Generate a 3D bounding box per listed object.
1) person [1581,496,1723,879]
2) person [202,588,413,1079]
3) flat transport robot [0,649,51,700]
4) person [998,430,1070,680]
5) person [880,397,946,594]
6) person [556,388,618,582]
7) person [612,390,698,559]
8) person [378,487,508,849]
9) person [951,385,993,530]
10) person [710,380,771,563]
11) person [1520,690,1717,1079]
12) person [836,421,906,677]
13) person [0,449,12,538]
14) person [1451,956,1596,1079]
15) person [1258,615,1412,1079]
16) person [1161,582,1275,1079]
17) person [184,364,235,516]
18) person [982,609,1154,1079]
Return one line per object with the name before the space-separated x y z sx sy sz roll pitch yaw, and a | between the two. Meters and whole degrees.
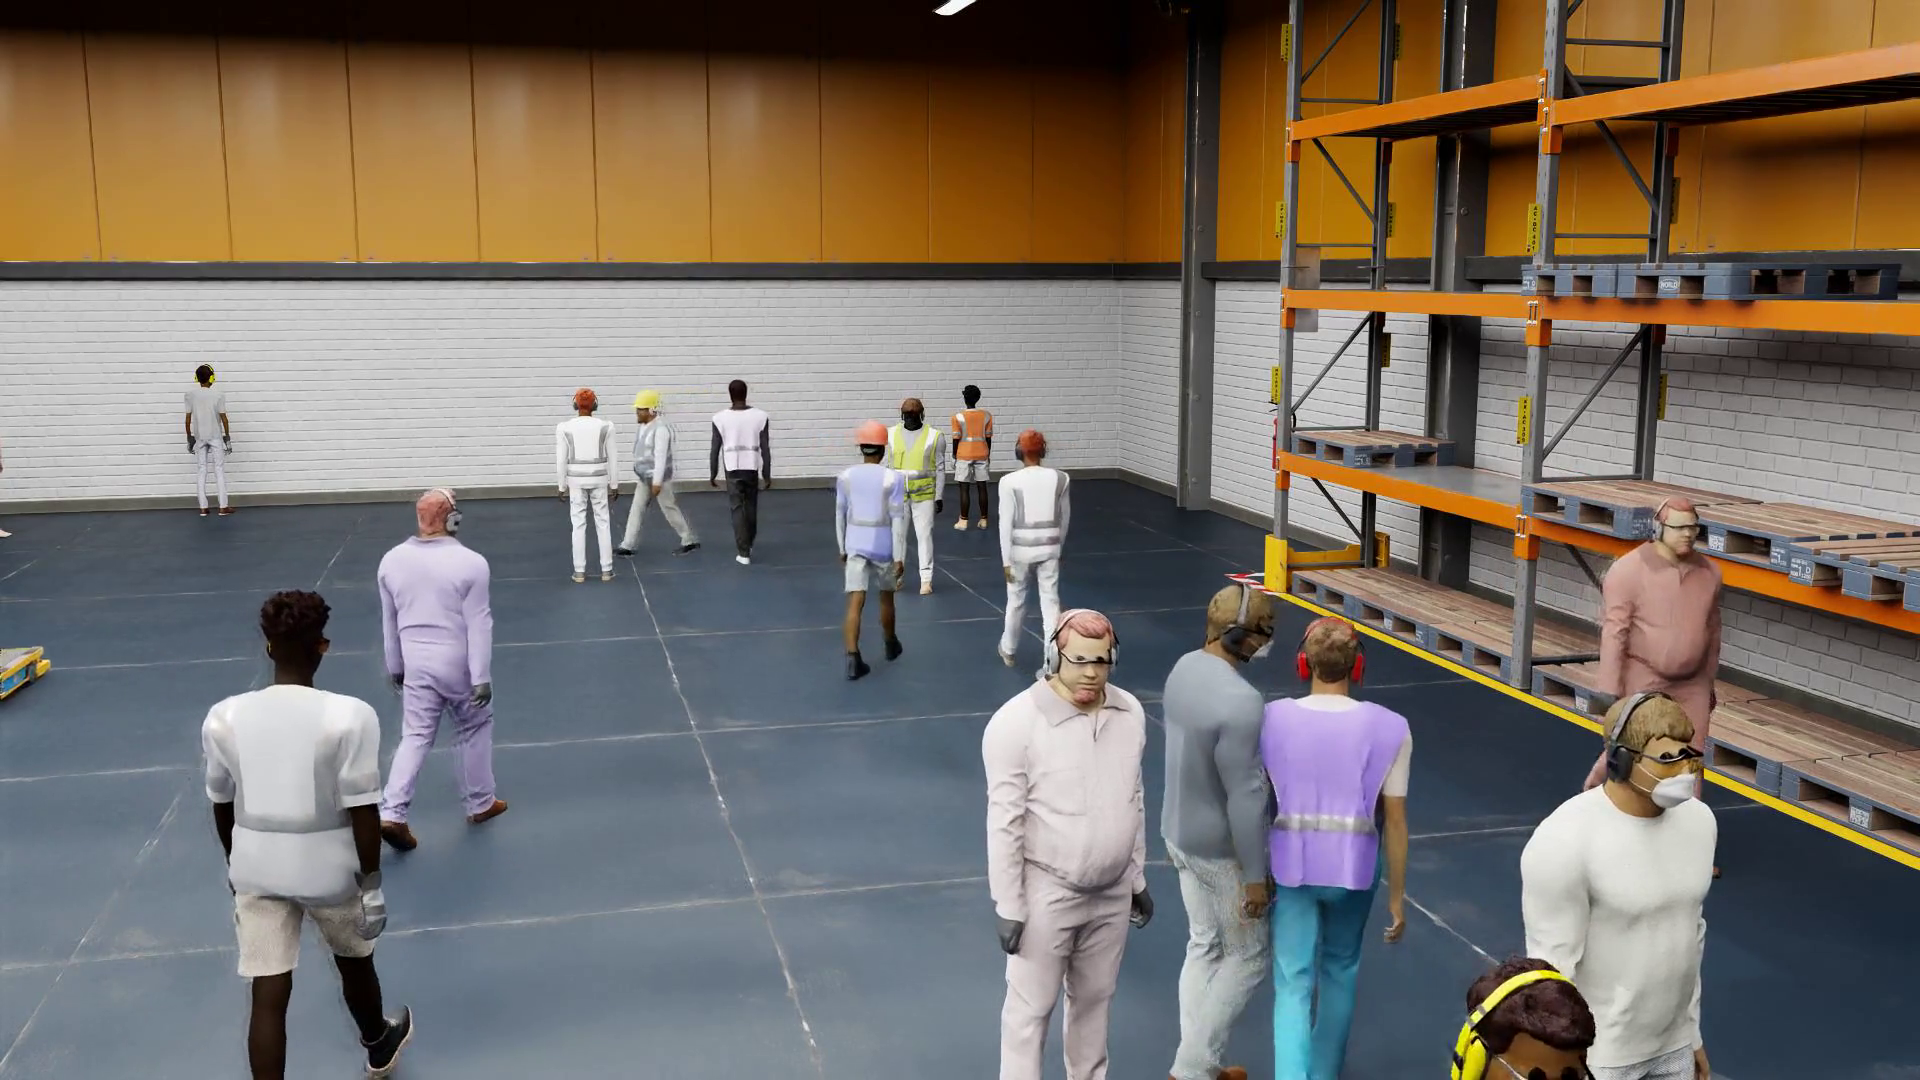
person | 3.564 0.696 8.495 0.660 1.879 0.879 -1 9 -8
person | -2.249 1.105 5.785 0.634 1.915 0.973 0 9 1
flat transport robot | -6.978 0.983 11.691 0.652 0.197 1.431 -2 9 -12
person | 0.544 0.101 12.341 0.587 1.834 0.965 -2 9 -14
person | -0.448 -0.410 15.511 0.621 1.841 0.429 2 9 10
person | -3.606 -0.532 16.131 0.583 1.882 0.337 -2 9 -14
person | -3.196 -0.685 17.423 0.937 1.788 0.600 -6 11 -32
person | -2.753 0.660 8.735 0.652 1.875 0.927 2 9 14
person | 0.135 -0.955 19.355 0.535 1.697 0.318 -4 10 -24
person | -2.321 -0.730 17.401 0.607 1.871 0.965 -3 10 -18
person | 1.720 1.330 4.336 0.635 1.937 0.359 -5 10 -29
person | -0.669 0.049 12.508 0.563 1.886 0.986 2 9 13
person | -11.042 -0.887 18.727 0.524 1.764 0.329 1 9 5
person | 0.943 1.626 2.864 0.483 1.827 0.878 0 9 1
person | 1.241 1.181 5.692 0.578 1.815 0.854 2 9 10
person | 0.884 1.092 5.933 0.432 1.912 0.661 -3 9 -16
person | -9.277 -1.231 20.544 0.532 1.868 0.310 -1 9 -6
person | 0.385 1.163 5.499 0.637 1.904 0.403 -6 11 -33
